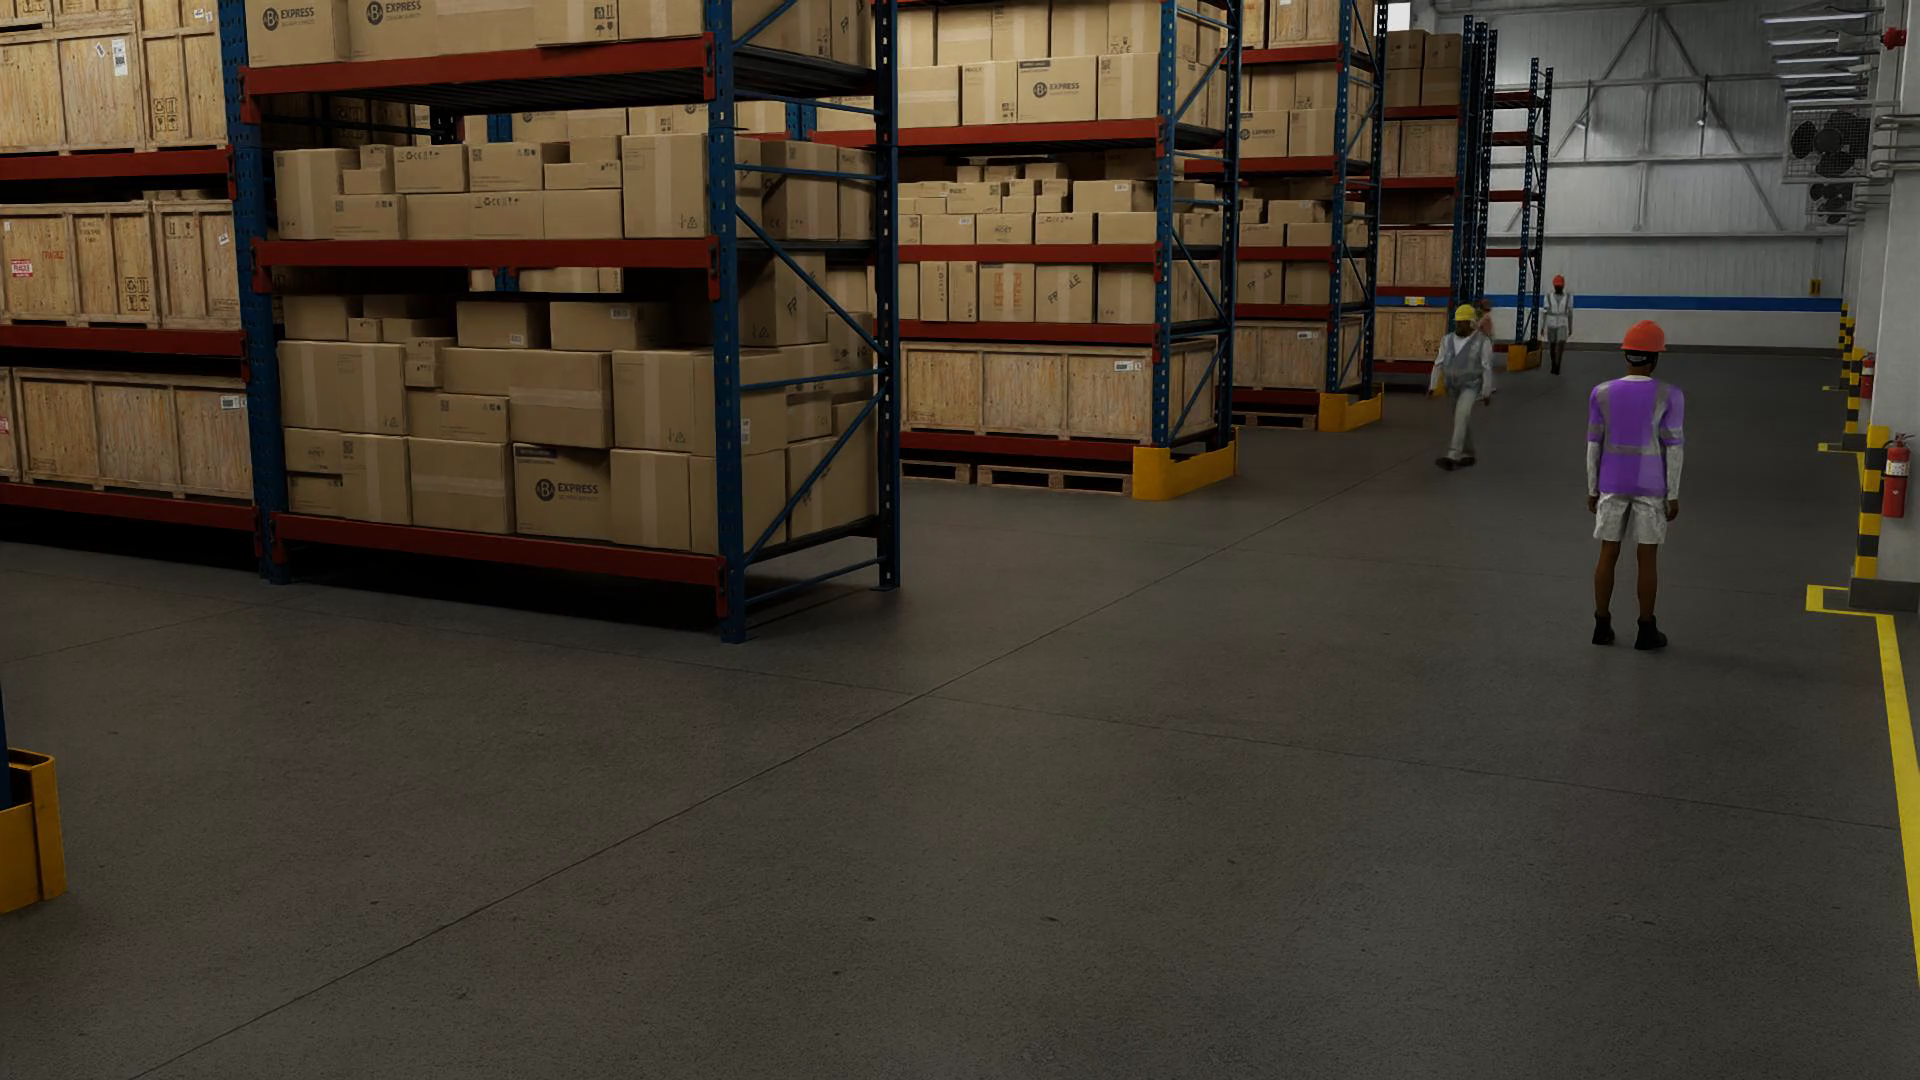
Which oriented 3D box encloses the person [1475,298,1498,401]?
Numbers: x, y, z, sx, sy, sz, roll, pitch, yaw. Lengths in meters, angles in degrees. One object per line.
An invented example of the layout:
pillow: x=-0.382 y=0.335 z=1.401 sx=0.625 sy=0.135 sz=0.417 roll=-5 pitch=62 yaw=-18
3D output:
person: x=8.359 y=-3.029 z=26.393 sx=0.411 sy=1.622 sz=0.545 roll=2 pitch=10 yaw=12

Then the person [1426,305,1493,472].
person: x=5.386 y=-1.637 z=17.921 sx=0.948 sy=1.778 sz=0.599 roll=-8 pitch=13 yaw=-40

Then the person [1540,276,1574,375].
person: x=11.466 y=-4.116 z=31.968 sx=0.569 sy=1.881 sz=1.013 roll=4 pitch=11 yaw=22

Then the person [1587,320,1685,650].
person: x=3.980 y=-0.319 z=9.823 sx=0.542 sy=1.938 sz=0.358 roll=7 pitch=12 yaw=36
